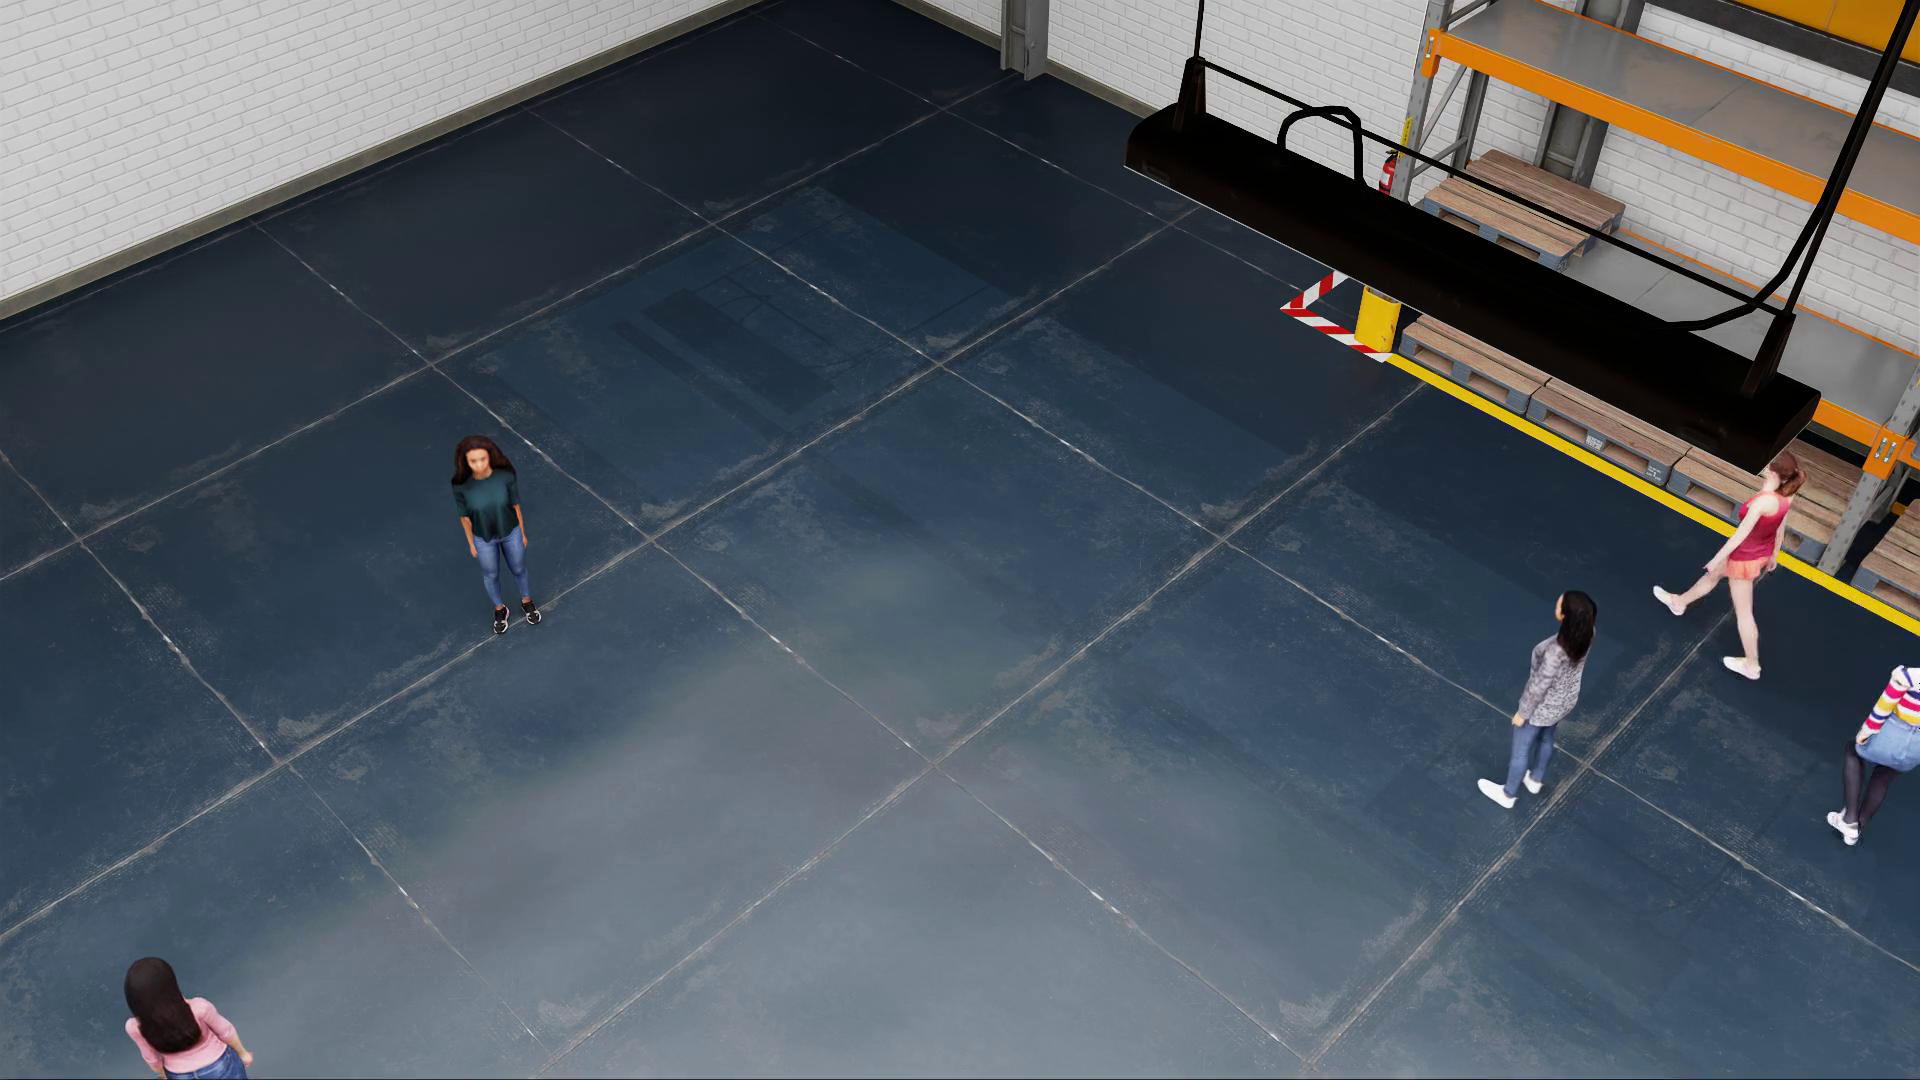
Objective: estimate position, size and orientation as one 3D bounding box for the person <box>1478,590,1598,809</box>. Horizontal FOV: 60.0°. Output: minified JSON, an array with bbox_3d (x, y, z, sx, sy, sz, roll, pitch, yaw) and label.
[{"bbox_3d":[3.558,0.972,10.052,0.639,1.732,0.571,-28,50,-26],"label":"person"}]

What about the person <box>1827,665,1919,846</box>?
[{"bbox_3d":[5.516,1.219,9.744,0.751,1.798,0.841,8,44,9],"label":"person"}]

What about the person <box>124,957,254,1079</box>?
[{"bbox_3d":[-3.786,2.633,8.301,0.644,1.741,0.633,-16,46,-16],"label":"person"}]

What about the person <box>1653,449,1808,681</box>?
[{"bbox_3d":[5.229,0.176,10.911,0.671,1.699,1.193,-28,50,-26],"label":"person"}]

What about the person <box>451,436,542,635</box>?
[{"bbox_3d":[-3.127,-0.052,11.210,0.695,1.616,0.721,-14,45,-15],"label":"person"}]
